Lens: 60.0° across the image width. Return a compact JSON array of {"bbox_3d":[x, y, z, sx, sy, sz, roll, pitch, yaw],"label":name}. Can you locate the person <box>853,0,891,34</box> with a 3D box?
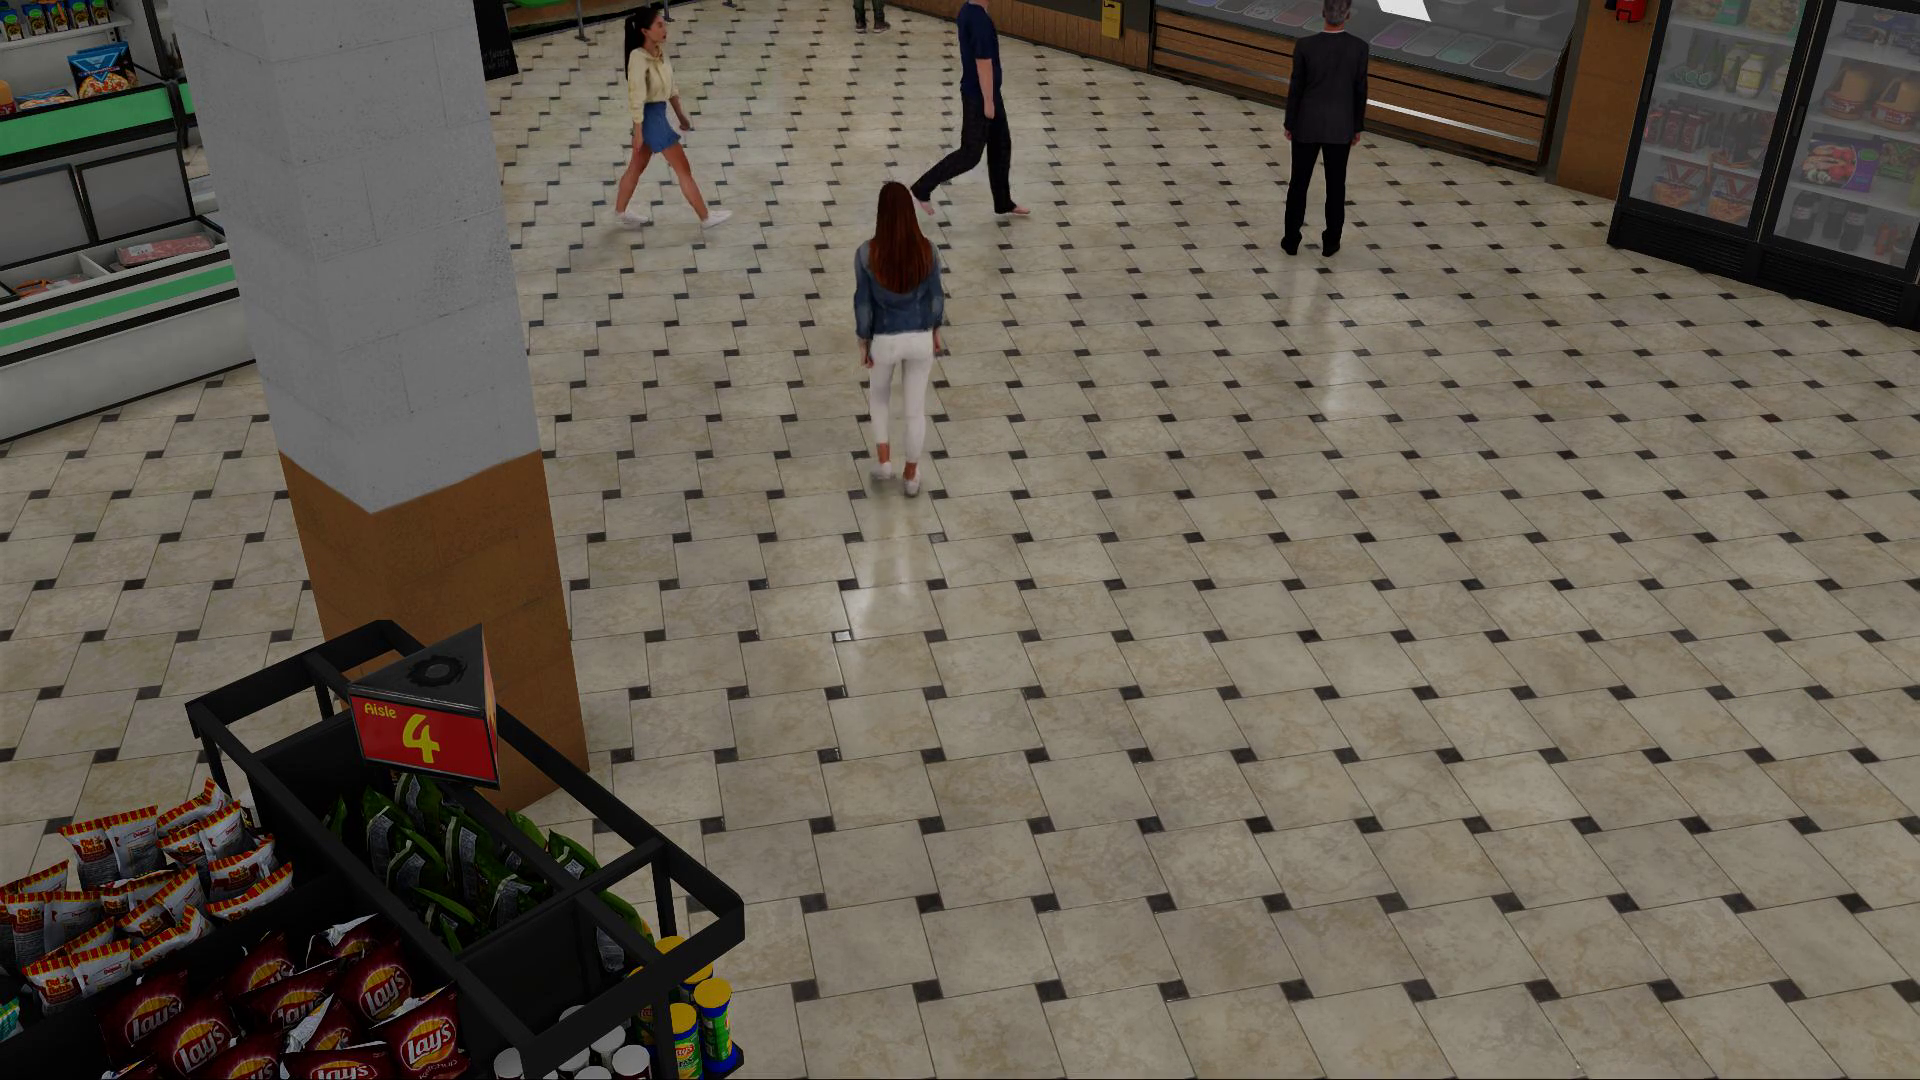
[{"bbox_3d":[-0.918,-5.898,16.501,0.667,1.654,0.691,7,33,11],"label":"person"}]

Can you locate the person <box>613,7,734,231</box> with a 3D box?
[{"bbox_3d":[-2.264,-2.947,11.837,1.159,1.572,1.145,2,32,3],"label":"person"}]

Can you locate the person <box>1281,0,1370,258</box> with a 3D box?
[{"bbox_3d":[2.501,-2.856,11.436,0.804,1.842,0.830,4,32,6],"label":"person"}]

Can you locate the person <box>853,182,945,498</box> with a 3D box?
[{"bbox_3d":[-0.293,-0.968,8.546,0.708,1.688,0.779,-2,32,-3],"label":"person"}]

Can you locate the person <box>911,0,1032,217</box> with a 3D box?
[{"bbox_3d":[0.059,-3.169,11.938,1.188,1.842,1.121,-1,32,-1],"label":"person"}]
